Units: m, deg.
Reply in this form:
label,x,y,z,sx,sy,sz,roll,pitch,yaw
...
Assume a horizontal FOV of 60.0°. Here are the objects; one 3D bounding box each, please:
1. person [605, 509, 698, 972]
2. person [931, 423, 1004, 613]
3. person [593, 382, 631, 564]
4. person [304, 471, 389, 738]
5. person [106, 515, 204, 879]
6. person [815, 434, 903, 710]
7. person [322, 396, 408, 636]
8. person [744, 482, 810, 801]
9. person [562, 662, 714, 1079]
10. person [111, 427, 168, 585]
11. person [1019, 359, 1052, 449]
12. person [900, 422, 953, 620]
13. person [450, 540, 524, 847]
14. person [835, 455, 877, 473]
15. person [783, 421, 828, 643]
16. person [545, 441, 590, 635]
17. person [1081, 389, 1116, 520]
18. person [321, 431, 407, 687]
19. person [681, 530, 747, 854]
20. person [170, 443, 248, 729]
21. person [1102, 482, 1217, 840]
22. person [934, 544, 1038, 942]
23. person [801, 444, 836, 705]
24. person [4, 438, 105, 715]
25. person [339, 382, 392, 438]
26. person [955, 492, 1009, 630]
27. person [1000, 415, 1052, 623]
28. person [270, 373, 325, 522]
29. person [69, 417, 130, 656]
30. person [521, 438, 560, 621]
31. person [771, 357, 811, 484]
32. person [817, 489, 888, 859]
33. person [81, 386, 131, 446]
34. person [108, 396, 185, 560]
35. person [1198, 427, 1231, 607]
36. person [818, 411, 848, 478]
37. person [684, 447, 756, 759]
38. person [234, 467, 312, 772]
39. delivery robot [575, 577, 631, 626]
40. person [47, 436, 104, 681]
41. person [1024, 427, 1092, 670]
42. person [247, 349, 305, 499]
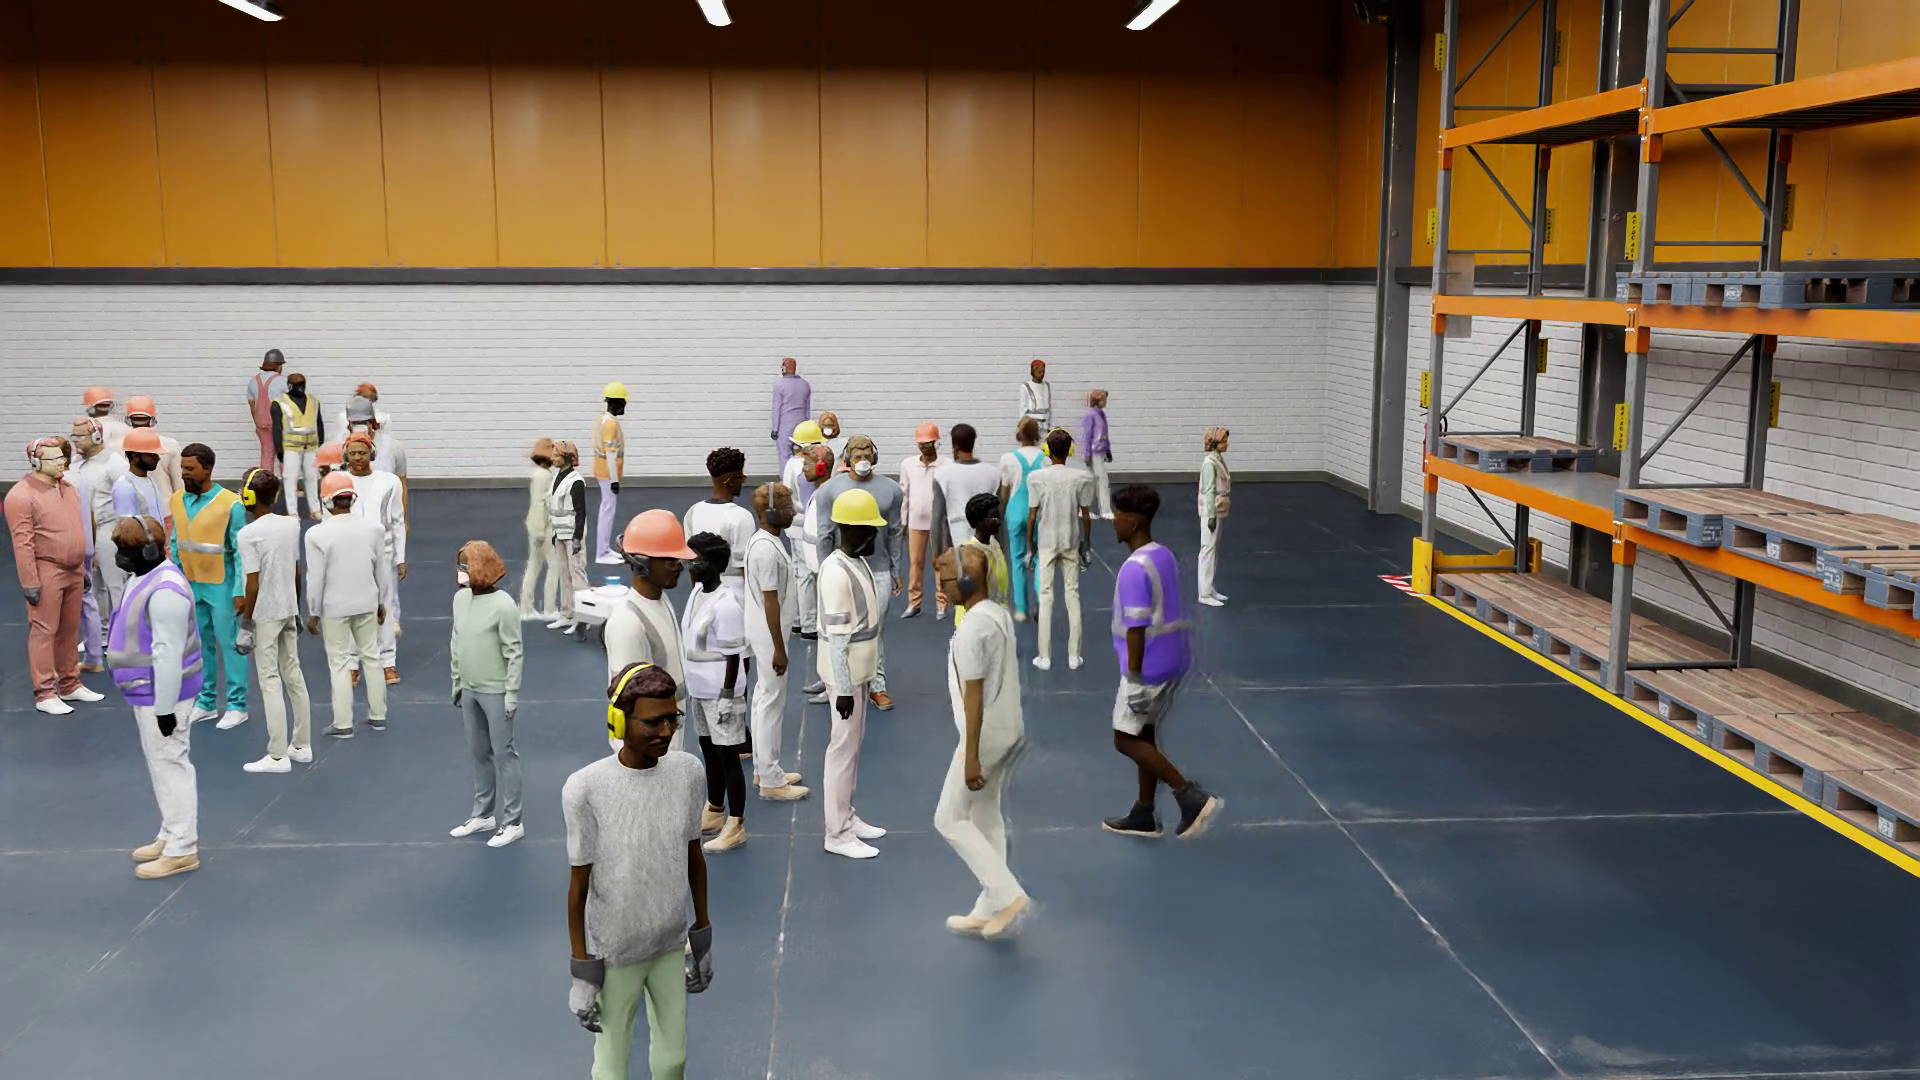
label,x,y,z,sx,sy,sz,roll,pitch,yaw
person,-1.297,0.879,7.137,0.390,2.039,0.615,0,9,2
person,0.087,0.042,12.881,0.618,1.892,0.705,-4,10,-25
person,-3.650,-0.706,17.516,0.424,1.913,0.602,-2,9,-12
person,-4.042,0.418,10.942,0.346,1.746,0.573,8,12,40
person,-4.067,0.779,8.429,0.430,1.836,0.630,-6,11,-33
person,-0.685,0.231,11.527,0.631,1.939,0.369,-3,10,-20
person,-4.936,-0.188,13.839,0.688,2.000,0.536,-3,10,-20
person,-1.074,0.581,9.625,0.345,1.846,0.507,-2,9,-12
person,-0.980,1.287,5.155,0.509,1.860,0.333,-8,12,-41
person,-5.941,0.136,12.164,0.385,1.929,0.546,-1,9,-5
person,1.053,-1.539,22.842,0.584,1.879,0.366,-9,12,-43
person,-0.274,-0.166,14.597,0.563,1.752,0.341,3,9,16
person,-2.527,0.809,8.852,0.508,1.632,0.271,7,11,36
person,-0.755,0.191,12.354,0.330,1.750,0.572,-1,9,-5
person,-1.251,-0.071,13.754,0.404,1.833,0.592,-3,10,-20
person,-3.313,-0.026,14.074,0.309,1.641,0.514,-7,11,-37
person,1.779,-1.042,20.499,0.681,1.613,0.538,4,10,22
person,-4.386,0.142,12.262,0.583,1.882,0.350,-3,10,-20
person,-1.303,0.790,8.772,0.317,1.697,0.538,-5,11,-31
person,-5.015,0.302,11.142,0.587,1.920,0.397,3,10,19
person,1.058,0.665,8.811,0.582,1.939,0.629,5,10,27
person,0.093,0.924,7.542,0.425,1.820,0.549,3,10,19
person,-0.930,0.238,11.777,0.373,1.843,0.572,-2,9,-11
person,-6.279,0.241,11.565,0.407,1.908,0.641,1,9,5
person,-6.597,-0.835,18.482,0.577,1.862,0.804,-5,10,-29
person,0.140,0.546,10.306,0.318,1.697,0.535,3,9,17
person,0.583,-0.164,14.350,0.523,1.828,0.523,-1,9,-5
person,-8.105,-1.132,20.422,0.429,1.840,0.627,8,12,42
person,-6.876,-0.027,13.245,0.654,1.906,0.406,4,10,23
person,-3.636,-0.088,14.561,0.521,1.604,0.531,-3,10,-19
person,-2.356,-1.564,22.941,0.404,1.899,0.632,8,12,42
person,-0.555,0.685,8.710,0.374,1.925,0.595,1,9,5
person,-8.211,-0.481,15.880,0.681,1.970,0.643,4,10,24
person,-6.981,-0.242,14.320,0.608,1.995,0.377,-5,10,-27
person,2.336,-0.220,15.294,0.307,1.639,0.525,3,9,16
person,-1.363,-0.515,17.169,0.497,1.632,0.289,-1,9,-6
person,-1.459,0.391,10.439,0.606,1.966,0.367,8,12,40
person,-4.208,0.486,10.138,0.326,1.874,0.519,3,9,17
delivery robot,-2.827,0.543,13.604,0.707,0.478,0.477,8,12,40
person,-6.678,0.136,12.461,0.357,1.836,0.511,2,9,15
person,0.754,0.066,12.772,0.524,1.873,0.325,-1,9,-4
person,-9.265,-1.584,22.606,0.688,2.000,0.536,3,9,17
